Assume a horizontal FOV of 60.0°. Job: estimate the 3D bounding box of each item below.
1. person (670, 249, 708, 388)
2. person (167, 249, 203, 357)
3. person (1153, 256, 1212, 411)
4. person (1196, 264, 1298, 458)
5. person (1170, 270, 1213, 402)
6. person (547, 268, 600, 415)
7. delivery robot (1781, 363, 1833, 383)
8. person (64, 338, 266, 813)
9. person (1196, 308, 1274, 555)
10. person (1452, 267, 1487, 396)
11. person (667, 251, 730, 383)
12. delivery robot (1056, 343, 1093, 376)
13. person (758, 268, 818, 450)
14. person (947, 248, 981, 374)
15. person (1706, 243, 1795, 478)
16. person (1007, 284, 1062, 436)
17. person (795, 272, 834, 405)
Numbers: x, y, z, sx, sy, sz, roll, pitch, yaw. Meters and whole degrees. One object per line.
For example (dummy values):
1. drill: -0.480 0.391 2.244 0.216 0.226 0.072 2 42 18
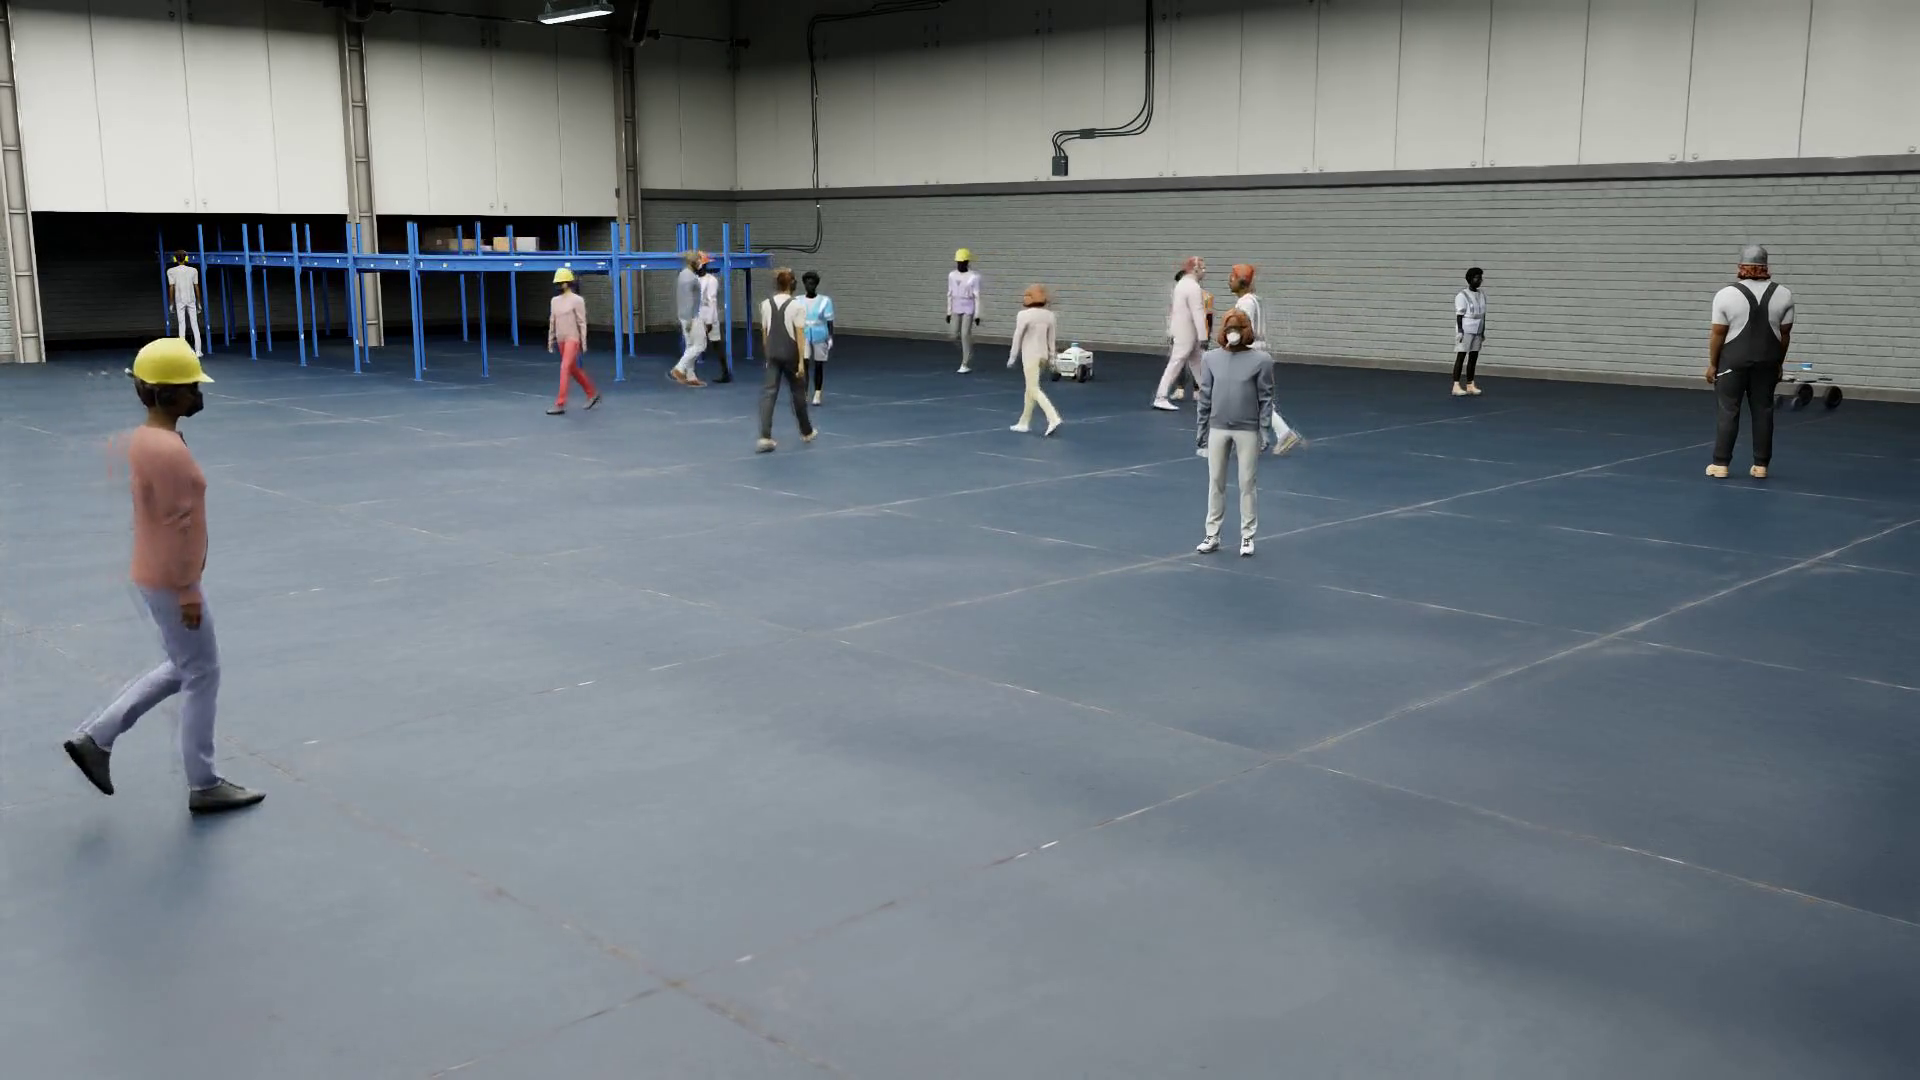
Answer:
1. person: -3.739 -3.068 23.098 0.466 1.917 0.625 -3 11 -17
2. person: -13.465 -4.106 28.905 0.517 1.865 0.327 -6 12 -29
3. person: 2.819 -2.495 20.153 1.013 1.847 0.667 -1 10 -4
4. person: 2.781 -1.703 15.866 0.906 1.854 0.587 2 11 12
5. person: 2.951 -2.592 21.214 0.565 1.683 0.355 -1 10 -4
6. person: -4.674 -2.406 19.998 0.536 1.729 0.874 7 13 35
7. delivery robot: 10.456 -2.071 20.526 0.698 0.223 0.335 -5 11 -23
8. person: -2.928 0.148 6.035 0.550 1.754 0.531 -7 12 -32
9. person: 1.820 -0.720 11.067 0.509 1.631 0.270 5 11 24
10. person: 6.770 -2.767 22.079 0.530 1.689 0.322 -7 12 -32
11. person: -3.702 -3.172 23.782 0.568 1.869 0.999 10 14 43
12. delivery robot: 1.678 -2.637 24.324 0.477 0.478 0.707 5 11 24
13. person: -1.747 -1.814 16.621 0.524 1.791 1.012 4 11 21
14. person: 0.066 -3.535 25.648 0.606 1.910 0.485 8 13 36
15. person: 6.889 -1.554 14.618 0.674 2.000 0.535 1 10 6
16. person: 0.833 -1.923 17.718 0.512 1.601 0.809 -10 14 -43
17. person: -1.825 -2.463 20.491 0.556 1.646 0.855 0 10 0
